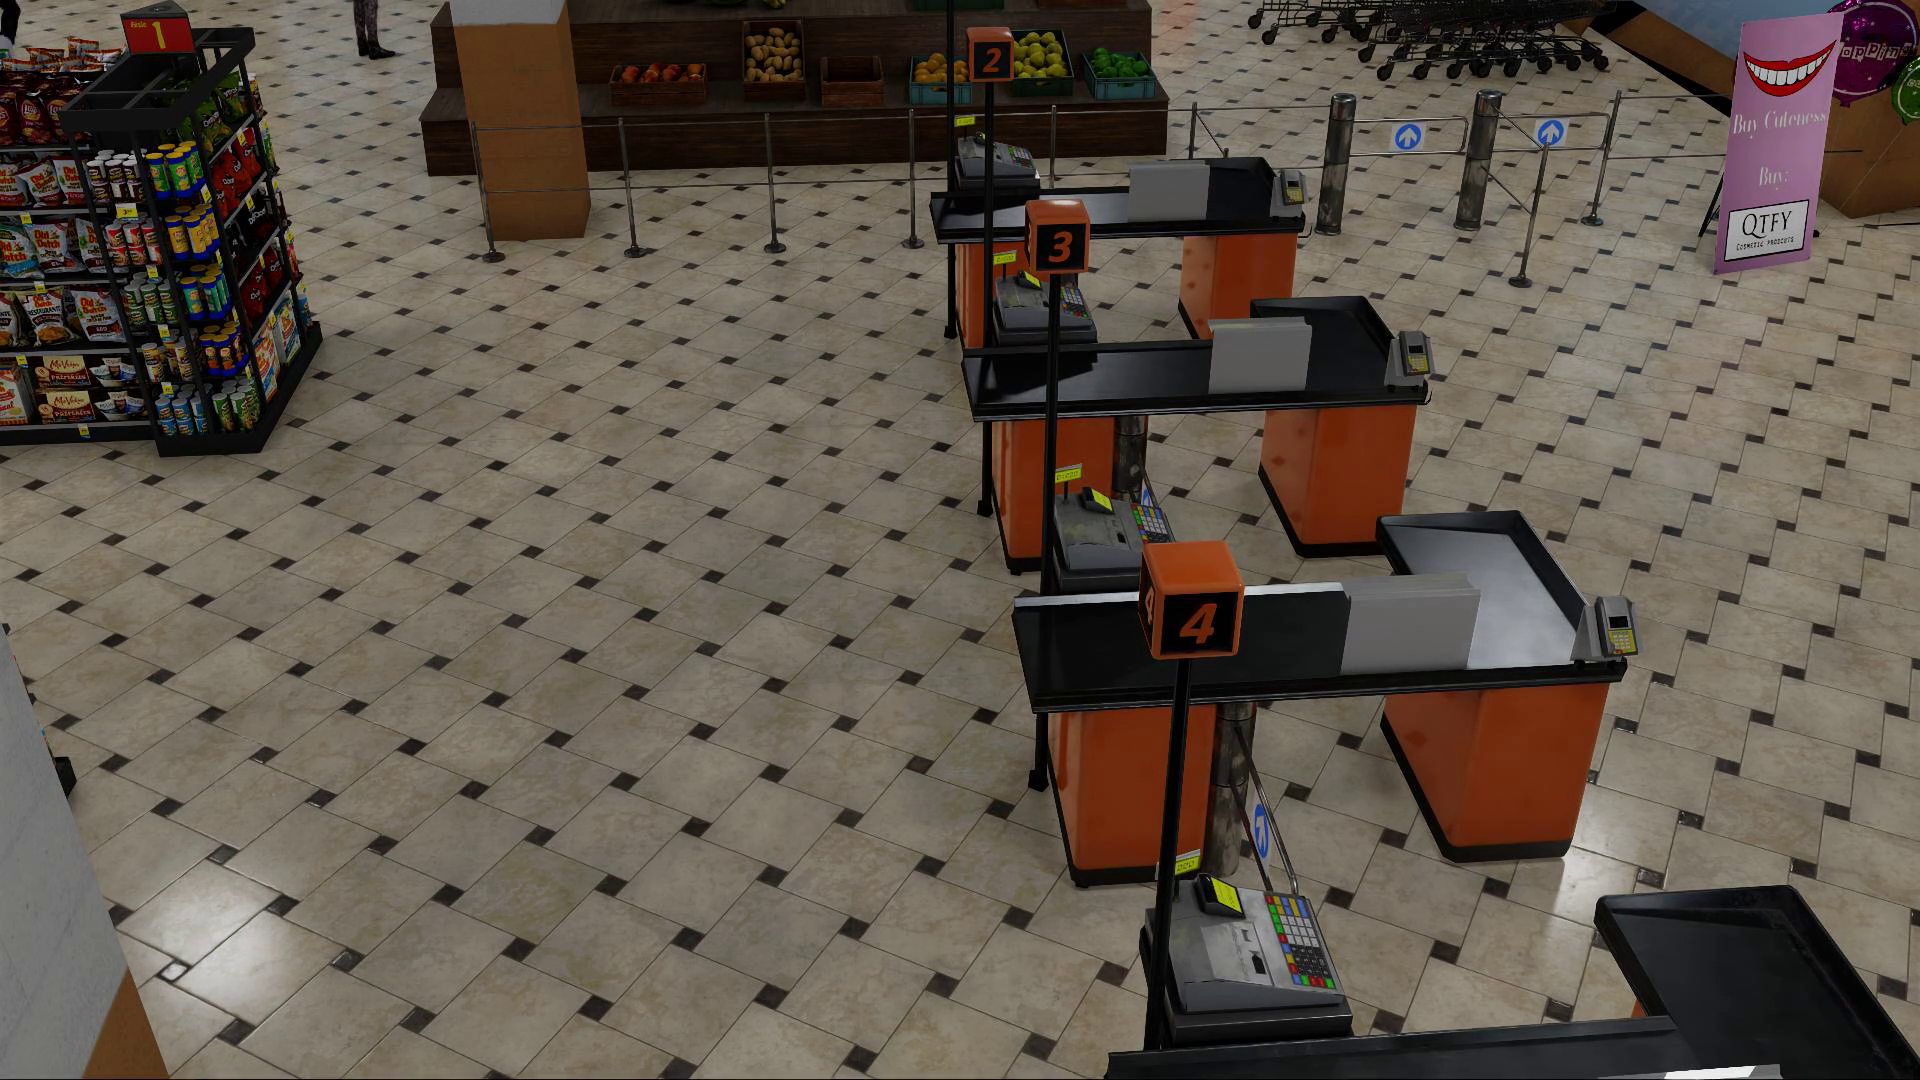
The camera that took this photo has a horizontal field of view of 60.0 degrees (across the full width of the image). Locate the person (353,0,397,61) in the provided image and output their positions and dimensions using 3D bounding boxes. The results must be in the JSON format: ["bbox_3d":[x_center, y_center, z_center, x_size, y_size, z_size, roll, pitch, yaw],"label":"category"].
[{"bbox_3d":[-5.733,-5.481,15.846,0.669,1.714,0.717,28,41,37],"label":"person"}]
